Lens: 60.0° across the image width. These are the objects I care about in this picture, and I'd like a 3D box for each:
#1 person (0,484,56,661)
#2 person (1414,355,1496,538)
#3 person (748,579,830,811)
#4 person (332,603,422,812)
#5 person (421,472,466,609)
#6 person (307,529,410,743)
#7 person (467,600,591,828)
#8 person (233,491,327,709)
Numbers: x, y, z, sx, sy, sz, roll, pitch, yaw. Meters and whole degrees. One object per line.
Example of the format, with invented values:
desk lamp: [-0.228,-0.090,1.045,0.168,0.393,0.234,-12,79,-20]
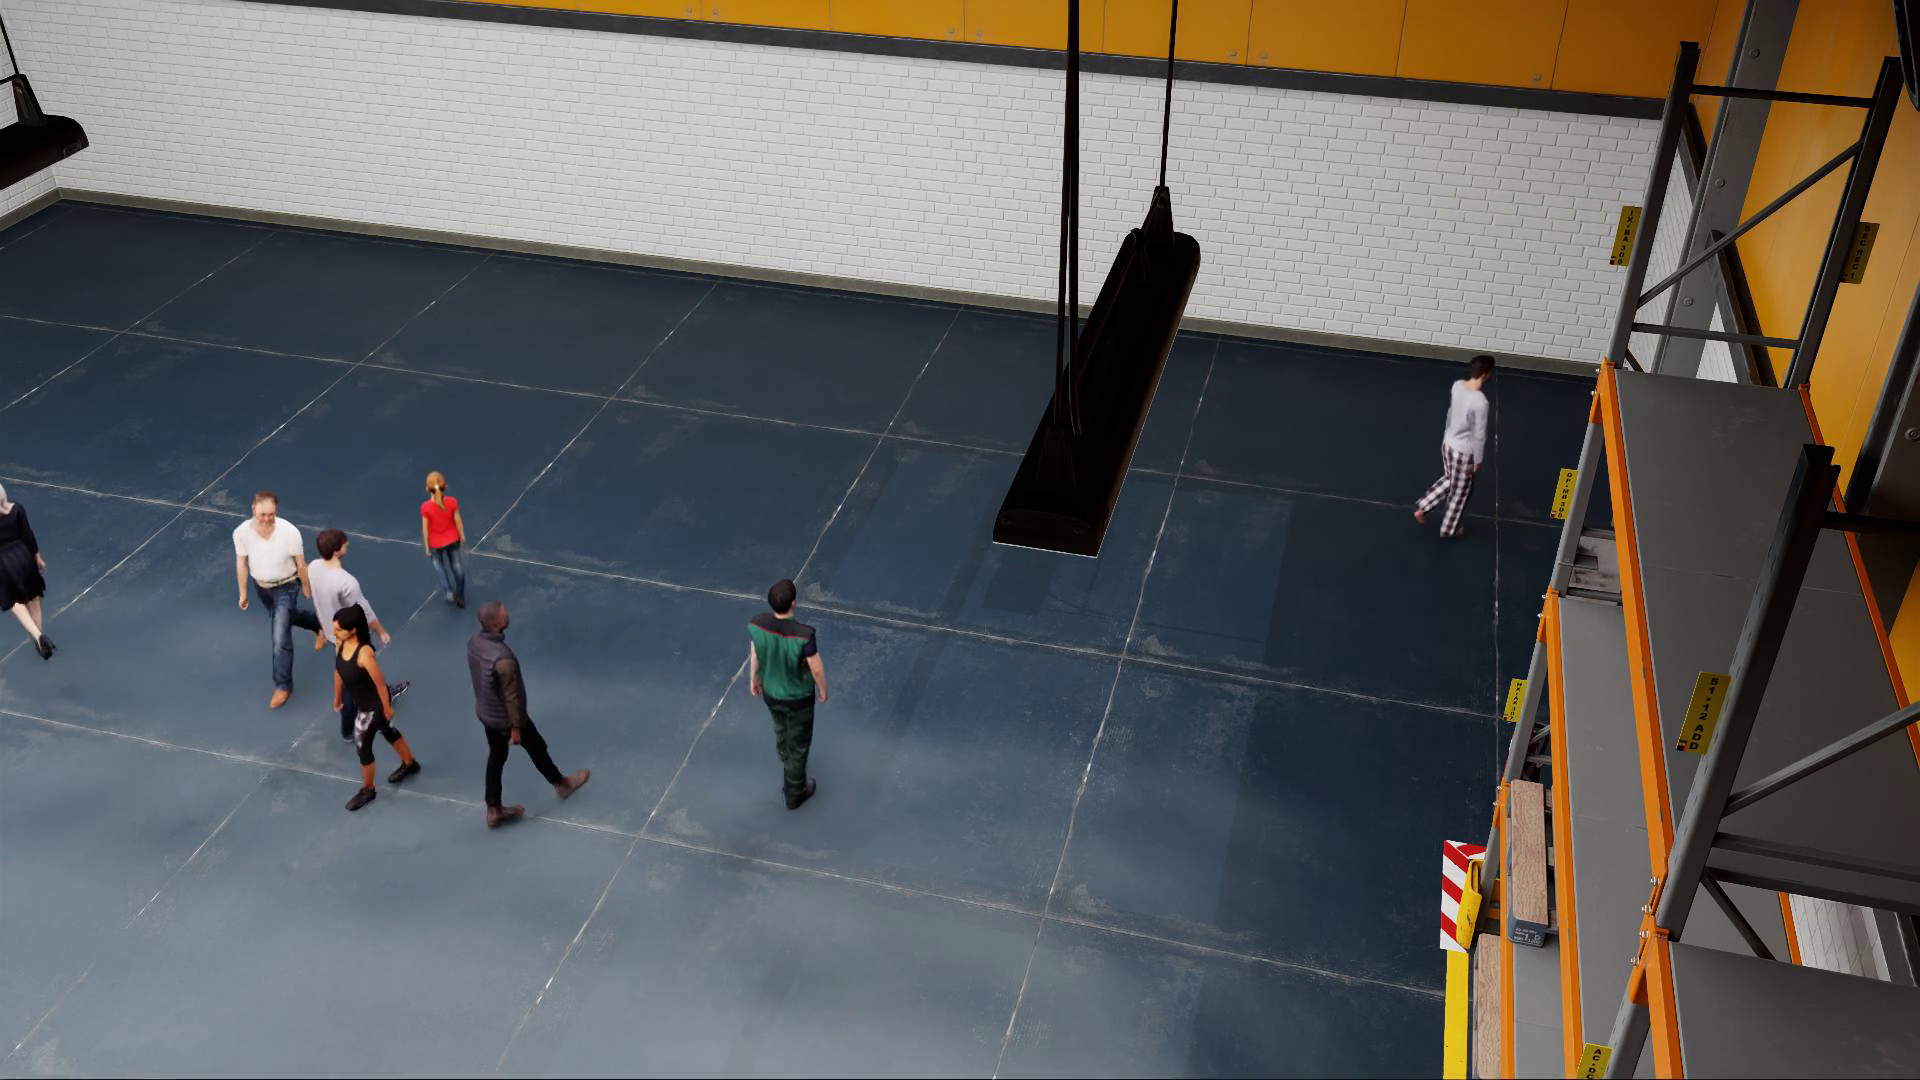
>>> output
person: [-7.532,0.272,13.280,0.914,1.730,0.932,-25,41,-33]
person: [4.390,-0.802,14.799,0.904,1.837,0.855,-11,35,-16]
person: [-1.256,1.127,11.850,0.783,1.889,0.882,14,36,20]
person: [-4.215,1.123,12.076,0.969,1.646,0.843,-26,41,-33]
person: [-4.327,0.042,14.020,0.605,1.295,0.663,-17,37,-24]
person: [-4.672,0.756,12.471,0.901,1.820,1.059,25,41,32]
person: [-3.299,1.268,11.718,1.181,1.801,1.054,-25,41,-32]
person: [-5.323,0.333,13.125,0.752,1.801,1.248,7,34,11]
